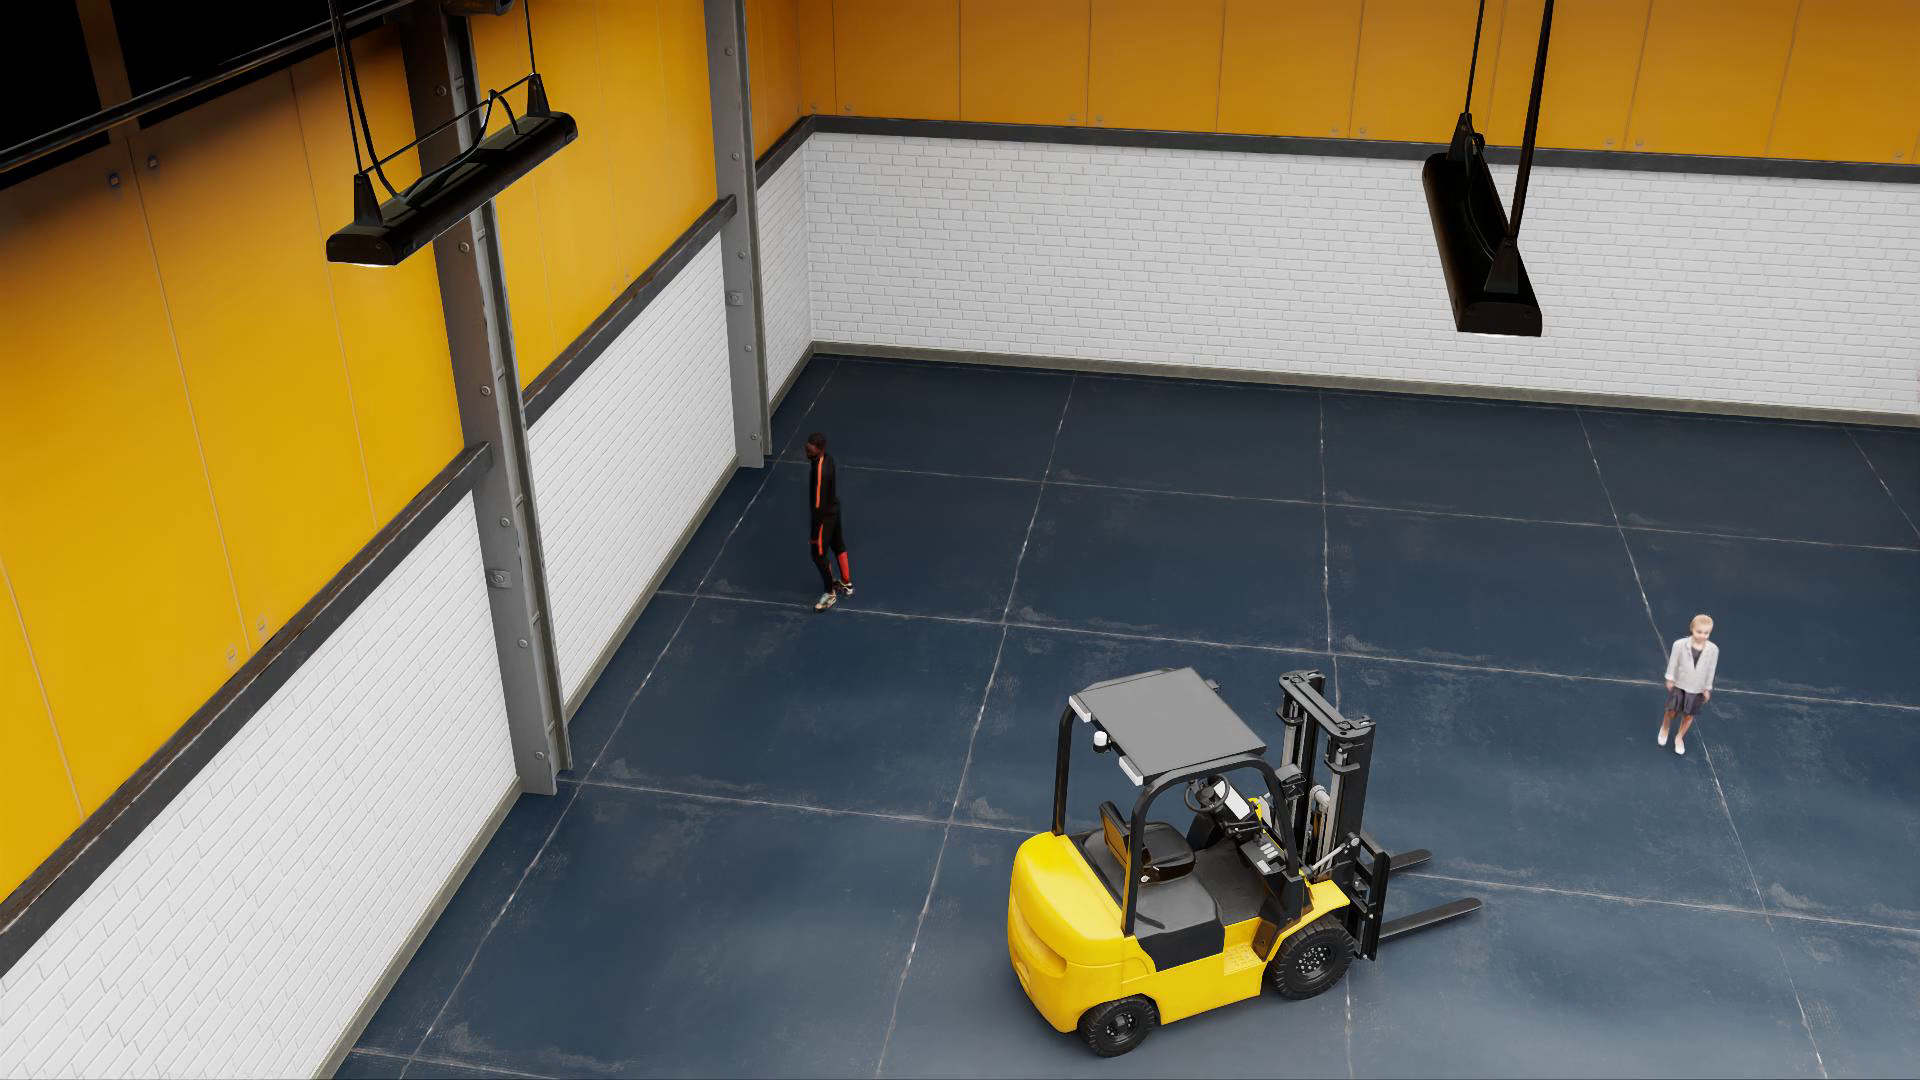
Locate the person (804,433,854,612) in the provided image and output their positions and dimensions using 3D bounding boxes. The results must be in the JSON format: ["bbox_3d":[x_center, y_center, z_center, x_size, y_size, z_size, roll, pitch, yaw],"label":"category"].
[{"bbox_3d":[-1.232,-0.215,15.495,0.836,1.778,0.567,8,30,14],"label":"person"}]

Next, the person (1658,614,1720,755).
[{"bbox_3d":[5.932,1.140,13.544,0.525,1.266,0.556,8,30,14],"label":"person"}]
